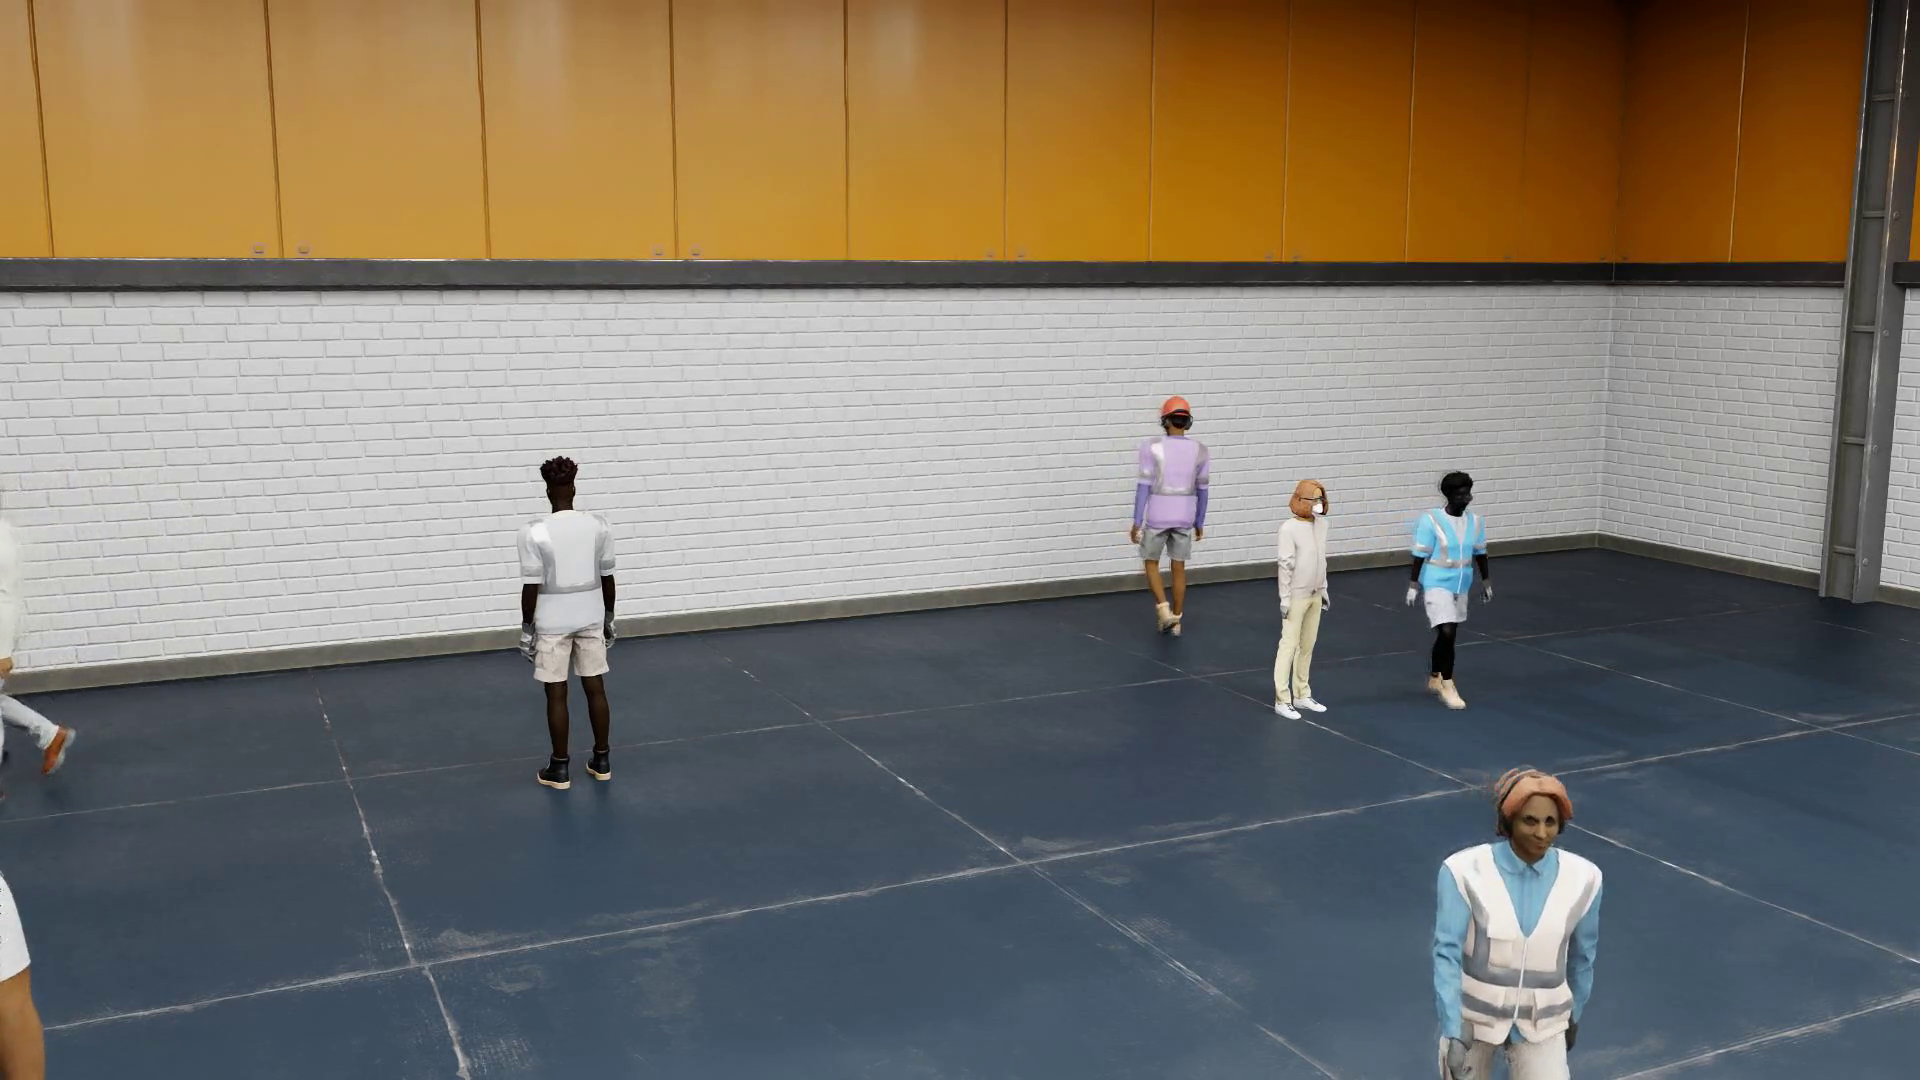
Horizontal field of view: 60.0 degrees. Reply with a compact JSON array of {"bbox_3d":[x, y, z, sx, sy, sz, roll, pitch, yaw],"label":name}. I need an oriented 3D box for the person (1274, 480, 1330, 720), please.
[{"bbox_3d":[2.351,0.396,11.370,0.507,1.632,0.264,-8,12,-41],"label":"person"}]

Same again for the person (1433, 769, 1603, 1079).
[{"bbox_3d":[1.647,1.453,4.970,0.501,1.585,0.916,1,9,6],"label":"person"}]

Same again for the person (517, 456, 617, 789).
[{"bbox_3d":[-2.322,0.482,9.828,0.614,1.956,0.383,-7,11,-37],"label":"person"}]

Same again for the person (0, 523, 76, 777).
[{"bbox_3d":[-5.490,0.557,9.468,0.638,1.924,0.712,8,12,42],"label":"person"}]

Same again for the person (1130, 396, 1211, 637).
[{"bbox_3d":[1.713,-0.159,13.661,0.686,2.021,0.728,-1,9,-9],"label":"person"}]

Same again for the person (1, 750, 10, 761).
[{"bbox_3d":[-6.417,0.511,9.968,1.038,1.870,0.529,-3,10,-20],"label":"person"}]

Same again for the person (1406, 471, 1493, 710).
[{"bbox_3d":[3.431,0.341,11.586,0.633,1.654,0.668,-4,10,-22],"label":"person"}]
